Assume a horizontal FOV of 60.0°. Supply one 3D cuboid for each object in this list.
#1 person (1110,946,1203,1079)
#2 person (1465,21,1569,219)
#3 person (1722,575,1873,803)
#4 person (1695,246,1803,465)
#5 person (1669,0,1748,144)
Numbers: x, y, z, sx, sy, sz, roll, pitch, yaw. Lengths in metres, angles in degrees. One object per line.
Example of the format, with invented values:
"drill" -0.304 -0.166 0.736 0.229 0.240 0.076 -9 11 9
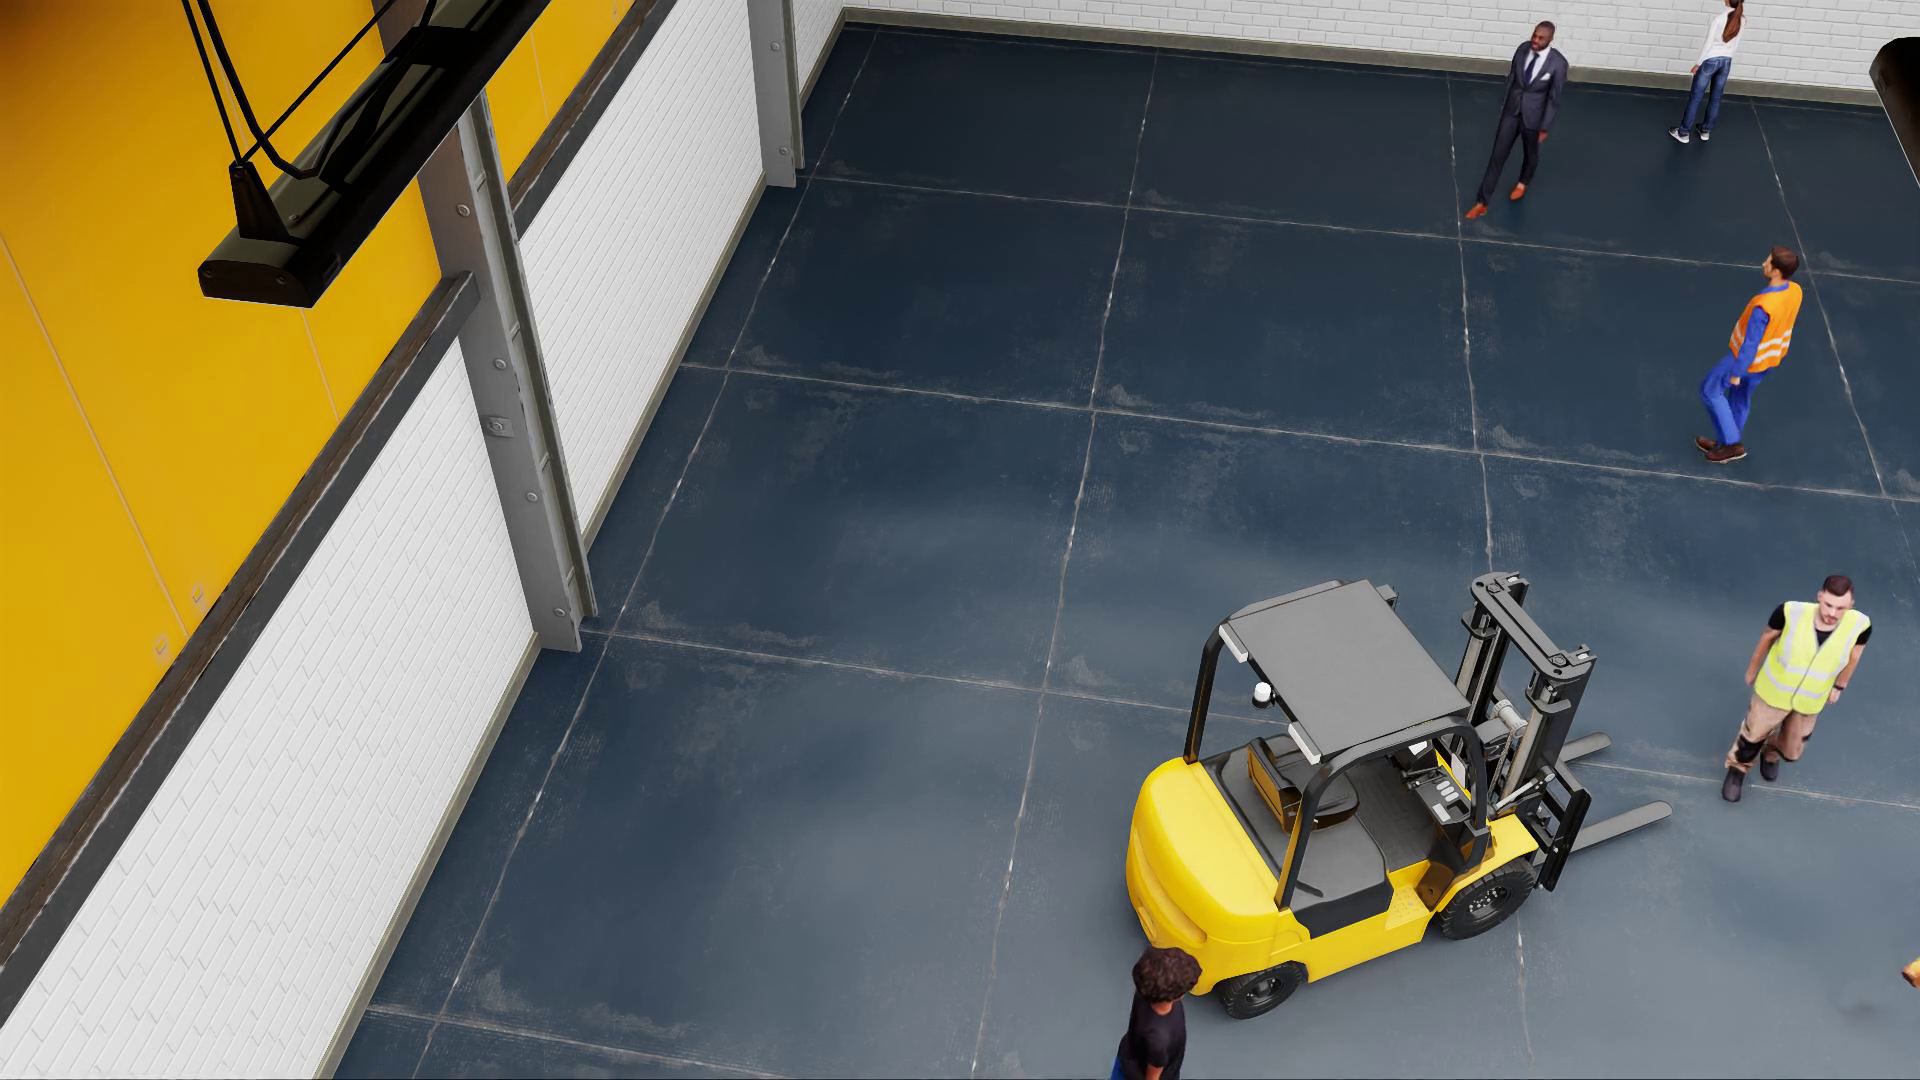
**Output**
"person" 0.863 2.563 8.157 0.822 1.768 0.986 -1 44 -1
"person" 5.066 -3.766 14.796 1.111 1.773 1.301 31 52 29
"person" 4.977 0.837 9.923 0.775 1.830 0.803 15 46 15
"person" 5.843 -1.270 12.121 0.857 1.850 0.918 -27 50 -25
"person" 7.141 -4.508 15.730 0.598 1.558 0.609 -6 44 -6
